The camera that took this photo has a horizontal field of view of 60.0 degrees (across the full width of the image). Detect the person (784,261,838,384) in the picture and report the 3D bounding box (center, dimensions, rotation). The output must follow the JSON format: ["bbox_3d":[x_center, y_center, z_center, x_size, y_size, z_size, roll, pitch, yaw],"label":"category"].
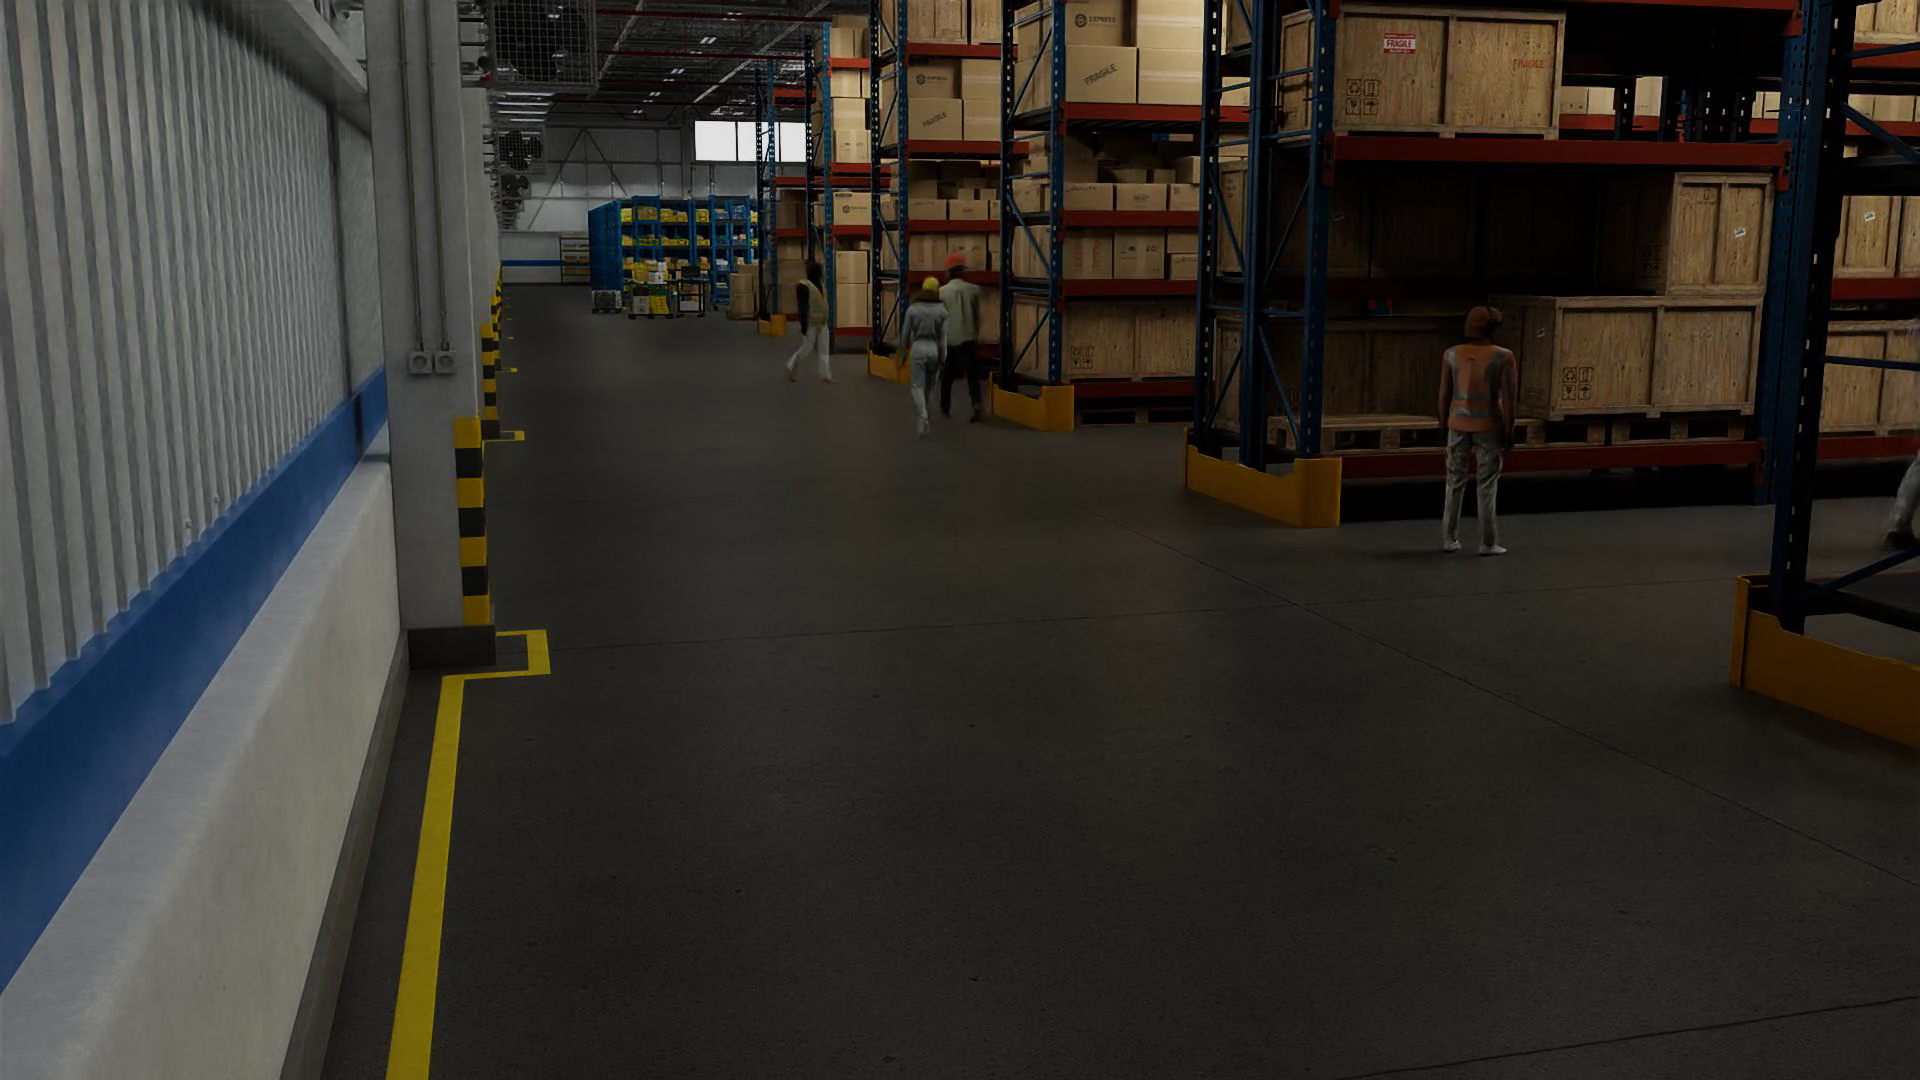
[{"bbox_3d":[-2.206,-3.205,24.544,0.817,1.815,0.636,6,12,30],"label":"person"}]

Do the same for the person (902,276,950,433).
[{"bbox_3d":[-0.360,-1.967,17.804,0.509,1.711,0.688,-1,10,-5],"label":"person"}]

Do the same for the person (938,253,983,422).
[{"bbox_3d":[0.001,-2.351,19.321,0.606,1.961,0.980,-3,10,-15],"label":"person"}]

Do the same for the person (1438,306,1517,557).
[{"bbox_3d":[3.387,-0.711,10.919,0.517,1.636,0.314,8,13,39],"label":"person"}]

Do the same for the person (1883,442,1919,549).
[{"bbox_3d":[6.662,-0.856,11.044,1.025,1.891,0.631,-4,11,-20],"label":"person"}]
